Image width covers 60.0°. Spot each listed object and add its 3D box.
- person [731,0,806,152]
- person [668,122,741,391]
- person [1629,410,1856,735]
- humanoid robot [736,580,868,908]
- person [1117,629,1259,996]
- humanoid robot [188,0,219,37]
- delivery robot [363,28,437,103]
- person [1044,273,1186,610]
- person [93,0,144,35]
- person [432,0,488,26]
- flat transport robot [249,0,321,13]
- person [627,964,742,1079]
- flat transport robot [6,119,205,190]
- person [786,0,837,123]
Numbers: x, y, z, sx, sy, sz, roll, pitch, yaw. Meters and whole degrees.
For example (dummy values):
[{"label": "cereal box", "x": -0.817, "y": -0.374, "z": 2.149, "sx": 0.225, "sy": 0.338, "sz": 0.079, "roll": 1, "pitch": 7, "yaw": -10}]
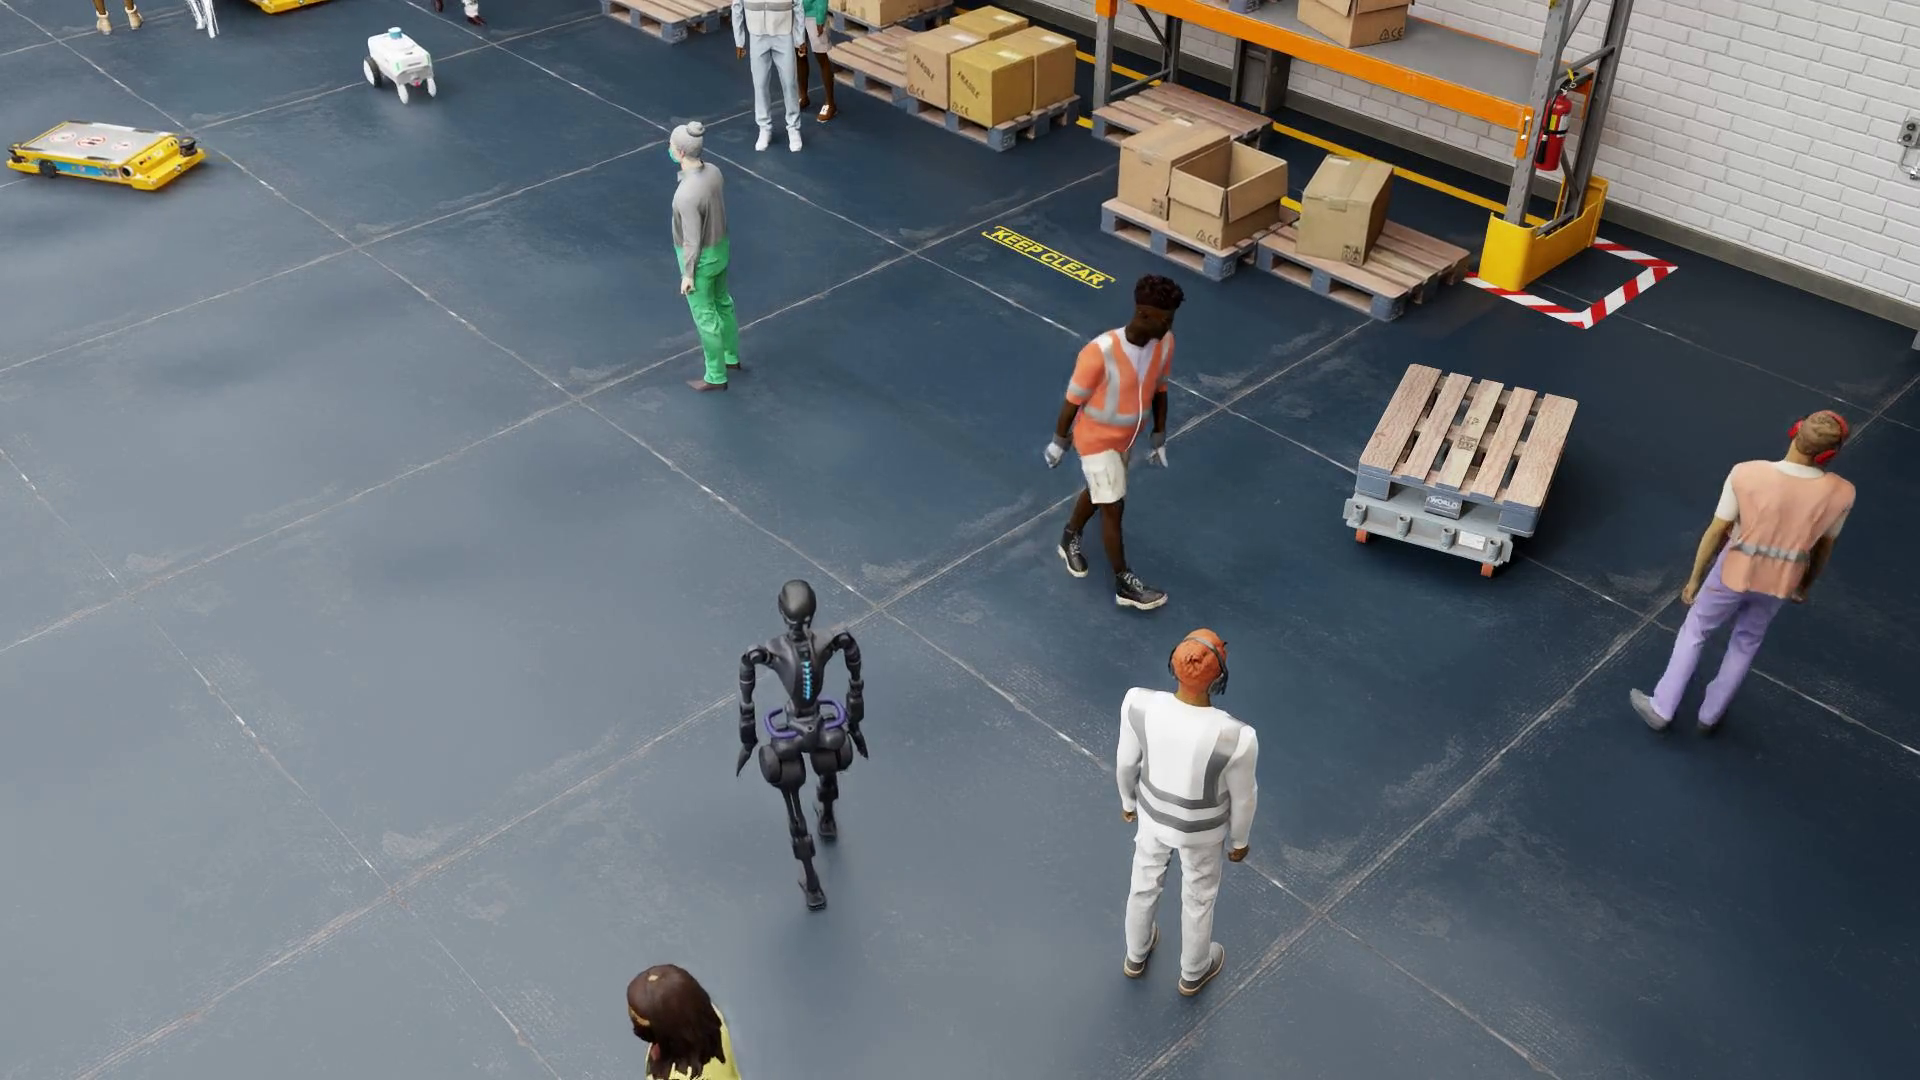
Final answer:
[{"label": "person", "x": -1.563, "y": -4.144, "z": 13.664, "sx": 0.595, "sy": 1.908, "sz": 0.408, "roll": -1, "pitch": 37, "yaw": -1}, {"label": "person", "x": -1.648, "y": -1.813, "z": 10.629, "sx": 0.325, "sy": 1.840, "sz": 0.523, "roll": 10, "pitch": 38, "yaw": 13}, {"label": "person", "x": 3.814, "y": 0.186, "z": 8.010, "sx": 0.629, "sy": 1.803, "sz": 0.444, "roll": 9, "pitch": 38, "yaw": 11}, {"label": "humanoid robot", "x": -0.711, "y": 0.831, "z": 7.282, "sx": 0.589, "sy": 1.637, "sz": 0.661, "roll": -12, "pitch": 39, "yaw": -16}, {"label": "person", "x": 0.903, "y": 1.118, "z": 6.717, "sx": 0.574, "sy": 1.882, "sz": 0.356, "roll": 17, "pitch": 40, "yaw": 21}, {"label": "humanoid robot", "x": -7.451, "y": -5.646, "z": 15.831, "sx": 0.542, "sy": 1.814, "sz": 0.812, "roll": -3, "pitch": 37, "yaw": -4}, {"label": "delivery robot", "x": -5.044, "y": -4.326, "z": 15.003, "sx": 0.499, "sy": 0.570, "sz": 0.746, "roll": -24, "pitch": 43, "yaw": -29}, {"label": "person", "x": 0.865, "y": -0.517, "z": 8.856, "sx": 0.684, "sy": 1.904, "sz": 0.892, "roll": -29, "pitch": 46, "yaw": -33}, {"label": "person", "x": -8.298, "y": -5.867, "z": 15.828, "sx": 0.611, "sy": 2.047, "sz": 0.361, "roll": -19, "pitch": 41, "yaw": -23}, {"label": "person", "x": -4.946, "y": -5.915, "z": 16.135, "sx": 0.650, "sy": 1.748, "sz": 0.586, "roll": 29, "pitch": 46, "yaw": 33}, {"label": "flat transport robot", "x": -7.164, "y": -5.761, "z": 17.160, "sx": 1.431, "sy": 0.231, "sz": 0.659, "roll": 31, "pitch": 47, "yaw": 34}, {"label": "person", "x": -0.895, "y": 2.043, "z": 5.589, "sx": 0.429, "sy": 1.761, "sz": 0.496, "roll": -4, "pitch": 37, "yaw": -5}, {"label": "flat transport robot", "x": -7.074, "y": -3.190, "z": 13.756, "sx": 1.431, "sy": 0.231, "sz": 0.659, "roll": 10, "pitch": 38, "yaw": 13}, {"label": "person", "x": -1.302, "y": -4.515, "z": 14.214, "sx": 0.487, "sy": 1.841, "sz": 0.389, "roll": 21, "pitch": 42, "yaw": 25}]
